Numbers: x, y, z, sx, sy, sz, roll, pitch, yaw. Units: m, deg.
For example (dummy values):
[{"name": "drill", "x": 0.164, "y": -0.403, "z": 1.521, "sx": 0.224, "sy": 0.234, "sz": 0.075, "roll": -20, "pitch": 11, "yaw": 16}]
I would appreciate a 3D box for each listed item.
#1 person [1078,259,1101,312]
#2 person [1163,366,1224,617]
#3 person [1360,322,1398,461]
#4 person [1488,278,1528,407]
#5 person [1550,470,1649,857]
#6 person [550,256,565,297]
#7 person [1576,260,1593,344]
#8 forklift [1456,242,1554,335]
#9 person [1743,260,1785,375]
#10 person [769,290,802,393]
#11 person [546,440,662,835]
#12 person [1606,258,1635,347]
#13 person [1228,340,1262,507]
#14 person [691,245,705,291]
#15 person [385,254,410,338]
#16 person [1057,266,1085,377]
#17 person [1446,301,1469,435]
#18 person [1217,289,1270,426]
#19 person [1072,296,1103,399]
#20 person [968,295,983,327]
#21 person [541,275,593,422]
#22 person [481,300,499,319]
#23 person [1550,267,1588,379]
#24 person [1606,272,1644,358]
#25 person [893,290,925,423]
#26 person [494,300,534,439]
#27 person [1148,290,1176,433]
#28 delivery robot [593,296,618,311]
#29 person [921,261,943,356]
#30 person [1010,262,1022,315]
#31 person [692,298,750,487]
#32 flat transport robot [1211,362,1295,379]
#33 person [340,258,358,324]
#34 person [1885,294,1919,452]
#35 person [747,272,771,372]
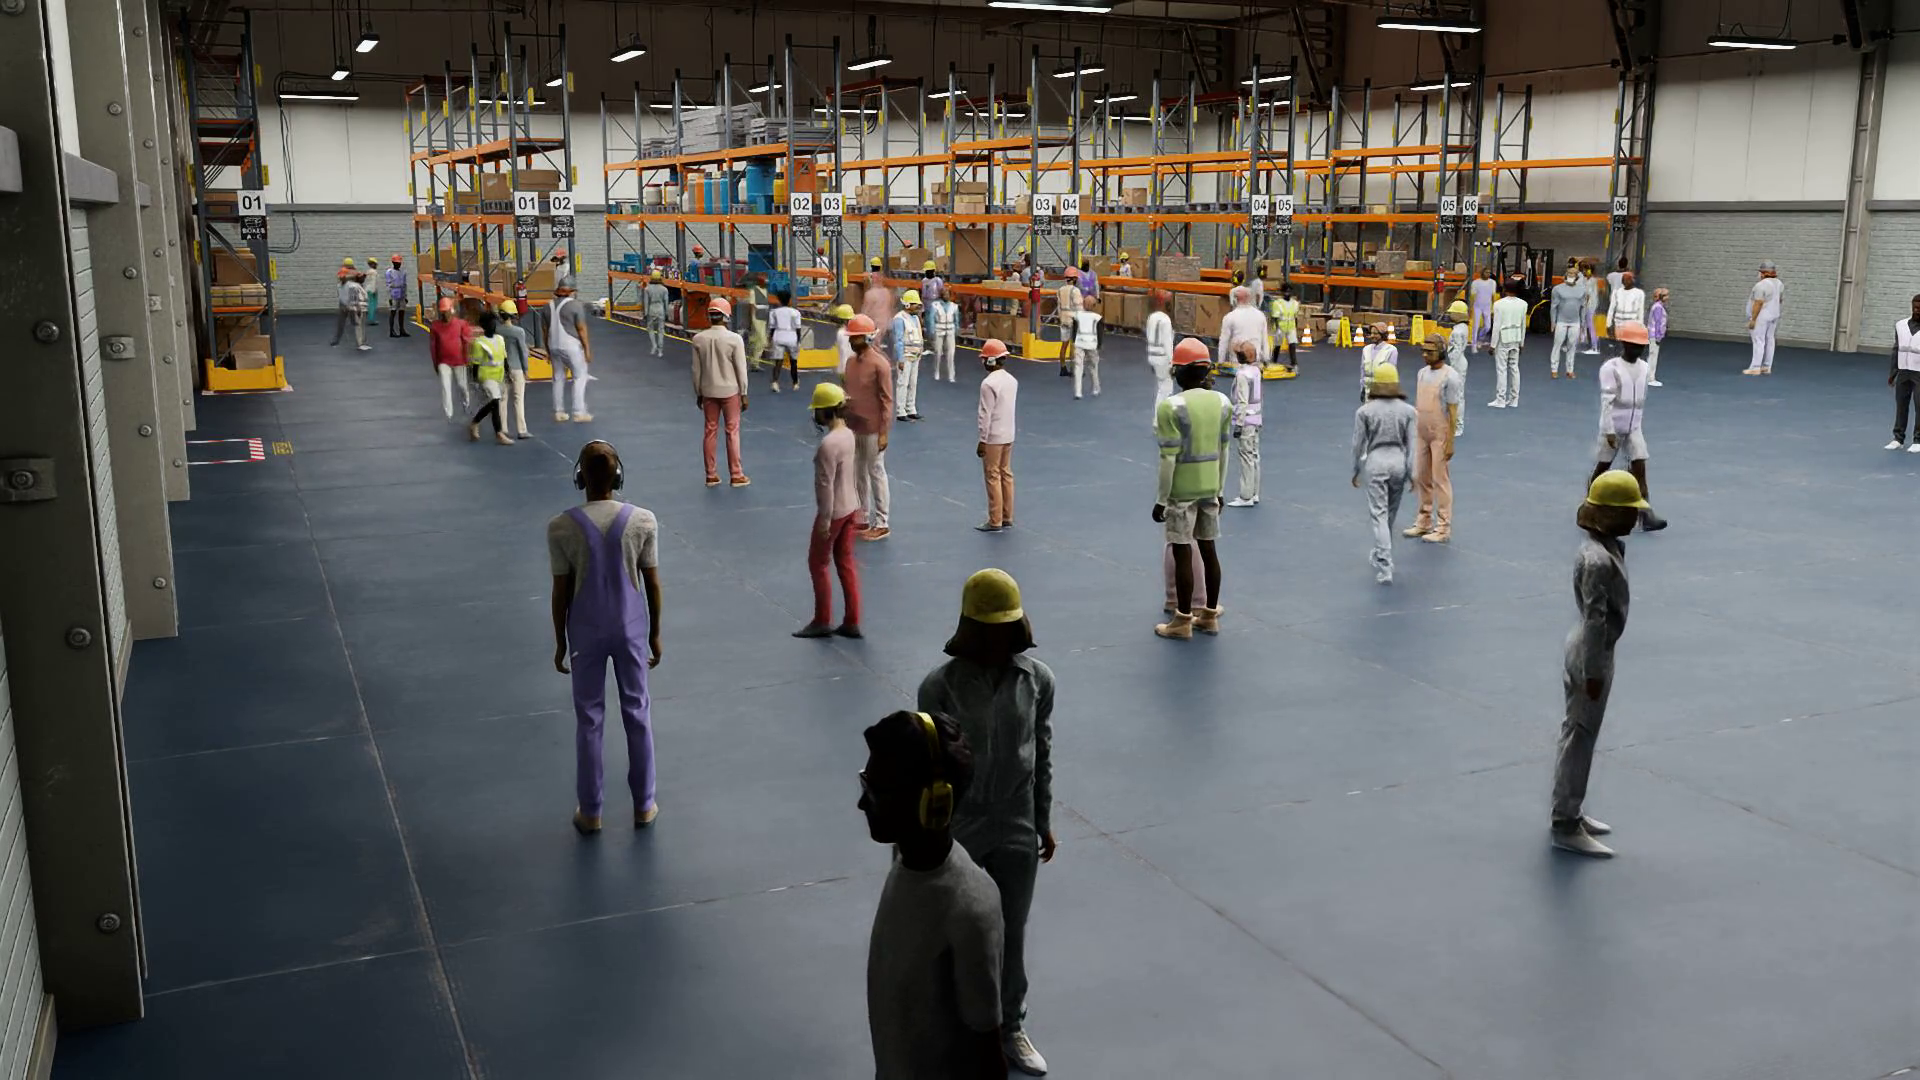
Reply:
[{"name": "person", "x": 2.970, "y": -5.701, "z": 39.147, "sx": 0.637, "sy": 1.792, "sz": 0.960, "roll": -5, "pitch": 12, "yaw": -22}, {"name": "person", "x": 1.654, "y": -0.364, "z": 11.876, "sx": 0.349, "sy": 1.846, "sz": 0.506, "roll": -8, "pitch": 14, "yaw": -37}, {"name": "person", "x": 4.832, "y": -1.700, "z": 19.223, "sx": 0.310, "sy": 1.628, "sz": 0.508, "roll": -8, "pitch": 14, "yaw": -35}, {"name": "person", "x": 8.146, "y": -2.928, "z": 24.723, "sx": 0.597, "sy": 1.916, "sz": 0.370, "roll": -5, "pitch": 12, "yaw": -22}, {"name": "person", "x": 2.891, "y": 0.543, "z": 7.529, "sx": 0.320, "sy": 1.742, "sz": 0.492, "roll": 4, "pitch": 12, "yaw": 21}, {"name": "person", "x": -9.702, "y": -5.883, "z": 39.920, "sx": 0.535, "sy": 1.857, "sz": 0.360, "roll": -9, "pitch": 14, "yaw": -39}, {"name": "person", "x": 13.693, "y": -5.247, "z": 36.715, "sx": 0.507, "sy": 1.839, "sz": 0.351, "roll": 9, "pitch": 14, "yaw": 39}, {"name": "forklift", "x": 13.047, "y": -6.049, "z": 39.881, "sx": 2.313, "sy": 2.155, "sz": 1.214, "roll": -5, "pitch": 12, "yaw": -23}, {"name": "person", "x": 14.353, "y": -3.987, "z": 29.793, "sx": 0.679, "sy": 2.000, "sz": 0.537, "roll": -6, "pitch": 13, "yaw": -29}, {"name": "person", "x": -2.813, "y": -3.189, "z": 26.761, "sx": 0.542, "sy": 1.667, "sz": 0.824, "roll": 1, "pitch": 11, "yaw": 5}, {"name": "person", "x": -1.640, "y": 0.453, "z": 7.726, "sx": 0.508, "sy": 1.846, "sz": 0.345, "roll": -4, "pitch": 12, "yaw": -18}, {"name": "person", "x": 14.213, "y": -5.113, "z": 35.827, "sx": 0.590, "sy": 1.920, "sz": 0.399, "roll": 7, "pitch": 13, "yaw": 33}, {"name": "person", "x": 2.810, "y": -1.139, "z": 16.348, "sx": 0.312, "sy": 1.636, "sz": 0.518, "roll": 5, "pitch": 12, "yaw": 25}, {"name": "person", "x": -6.837, "y": -6.698, "z": 43.563, "sx": 0.386, "sy": 2.041, "sz": 0.615, "roll": -1, "pitch": 11, "yaw": -6}, {"name": "person", "x": -13.045, "y": -5.665, "z": 38.623, "sx": 0.401, "sy": 1.928, "sz": 0.543, "roll": 7, "pitch": 13, "yaw": 31}, {"name": "person", "x": 1.954, "y": -3.833, "z": 29.264, "sx": 0.349, "sy": 1.942, "sz": 0.545, "roll": -9, "pitch": 14, "yaw": -39}, {"name": "person", "x": 6.427, "y": -2.226, "z": 21.622, "sx": 0.320, "sy": 1.741, "sz": 0.498, "roll": 4, "pitch": 12, "yaw": 22}, {"name": "person", "x": 3.811, "y": -2.466, "z": 22.583, "sx": 0.667, "sy": 1.836, "sz": 1.093, "roll": -5, "pitch": 12, "yaw": -24}, {"name": "person", "x": 1.982, "y": -3.010, "z": 25.976, "sx": 0.517, "sy": 1.588, "sz": 0.899, "roll": 3, "pitch": 12, "yaw": 17}, {"name": "person", "x": 0.403, "y": -6.291, "z": 41.938, "sx": 0.329, "sy": 1.873, "sz": 0.514, "roll": -9, "pitch": 14, "yaw": -39}, {"name": "person", "x": -5.386, "y": -2.644, "z": 22.968, "sx": 0.764, "sy": 2.000, "sz": 0.536, "roll": 7, "pitch": 13, "yaw": 31}, {"name": "person", "x": -12.789, "y": -6.866, "z": 45.033, "sx": 0.522, "sy": 1.819, "sz": 0.656, "roll": 0, "pitch": 11, "yaw": -1}, {"name": "person", "x": 10.587, "y": -3.768, "z": 28.952, "sx": 0.628, "sy": 1.937, "sz": 0.378, "roll": 1, "pitch": 11, "yaw": 3}, {"name": "person", "x": 11.955, "y": -3.892, "z": 29.846, "sx": 0.585, "sy": 1.842, "sz": 1.001, "roll": 9, "pitch": 14, "yaw": 39}, {"name": "person", "x": -0.701, "y": -2.527, "z": 22.938, "sx": 0.403, "sy": 1.824, "sz": 0.591, "roll": 5, "pitch": 12, "yaw": 25}, {"name": "person", "x": -5.739, "y": -2.169, "z": 21.254, "sx": 0.523, "sy": 1.769, "sz": 0.316, "roll": 3, "pitch": 12, "yaw": 15}, {"name": "person", "x": 2.690, "y": -2.324, "z": 21.757, "sx": 0.462, "sy": 1.872, "sz": 0.618, "roll": -2, "pitch": 11, "yaw": -12}, {"name": "delivery robot", "x": -9.988, "y": -6.641, "z": 46.830, "sx": 0.477, "sy": 0.478, "sz": 0.707, "roll": 8, "pitch": 14, "yaw": 36}, {"name": "person", "x": -0.580, "y": -4.689, "z": 33.687, "sx": 0.410, "sy": 1.918, "sz": 0.585, "roll": -11, "pitch": 15, "yaw": -44}, {"name": "person", "x": 1.441, "y": -6.255, "z": 42.387, "sx": 0.287, "sy": 1.626, "sz": 0.497, "roll": -2, "pitch": 11, "yaw": -10}, {"name": "person", "x": -2.513, "y": -1.550, "z": 17.538, "sx": 0.611, "sy": 1.989, "sz": 0.391, "roll": 3, "pitch": 12, "yaw": 16}, {"name": "flat transport robot", "x": 5.143, "y": -3.006, "z": 29.317, "sx": 0.652, "sy": 0.197, "sz": 1.431, "roll": -9, "pitch": 15, "yaw": -40}, {"name": "person", "x": -15.823, "y": -6.456, "z": 43.151, "sx": 0.492, "sy": 1.720, "sz": 0.741, "roll": -5, "pitch": 12, "yaw": -23}, {"name": "person", "x": 11.573, "y": -2.022, "z": 20.148, "sx": 0.397, "sy": 1.911, "sz": 0.588, "roll": -6, "pitch": 13, "yaw": -30}, {"name": "person", "x": -3.612, "y": -3.948, "z": 30.147, "sx": 0.480, "sy": 1.814, "sz": 0.597, "roll": 4, "pitch": 12, "yaw": 22}]
